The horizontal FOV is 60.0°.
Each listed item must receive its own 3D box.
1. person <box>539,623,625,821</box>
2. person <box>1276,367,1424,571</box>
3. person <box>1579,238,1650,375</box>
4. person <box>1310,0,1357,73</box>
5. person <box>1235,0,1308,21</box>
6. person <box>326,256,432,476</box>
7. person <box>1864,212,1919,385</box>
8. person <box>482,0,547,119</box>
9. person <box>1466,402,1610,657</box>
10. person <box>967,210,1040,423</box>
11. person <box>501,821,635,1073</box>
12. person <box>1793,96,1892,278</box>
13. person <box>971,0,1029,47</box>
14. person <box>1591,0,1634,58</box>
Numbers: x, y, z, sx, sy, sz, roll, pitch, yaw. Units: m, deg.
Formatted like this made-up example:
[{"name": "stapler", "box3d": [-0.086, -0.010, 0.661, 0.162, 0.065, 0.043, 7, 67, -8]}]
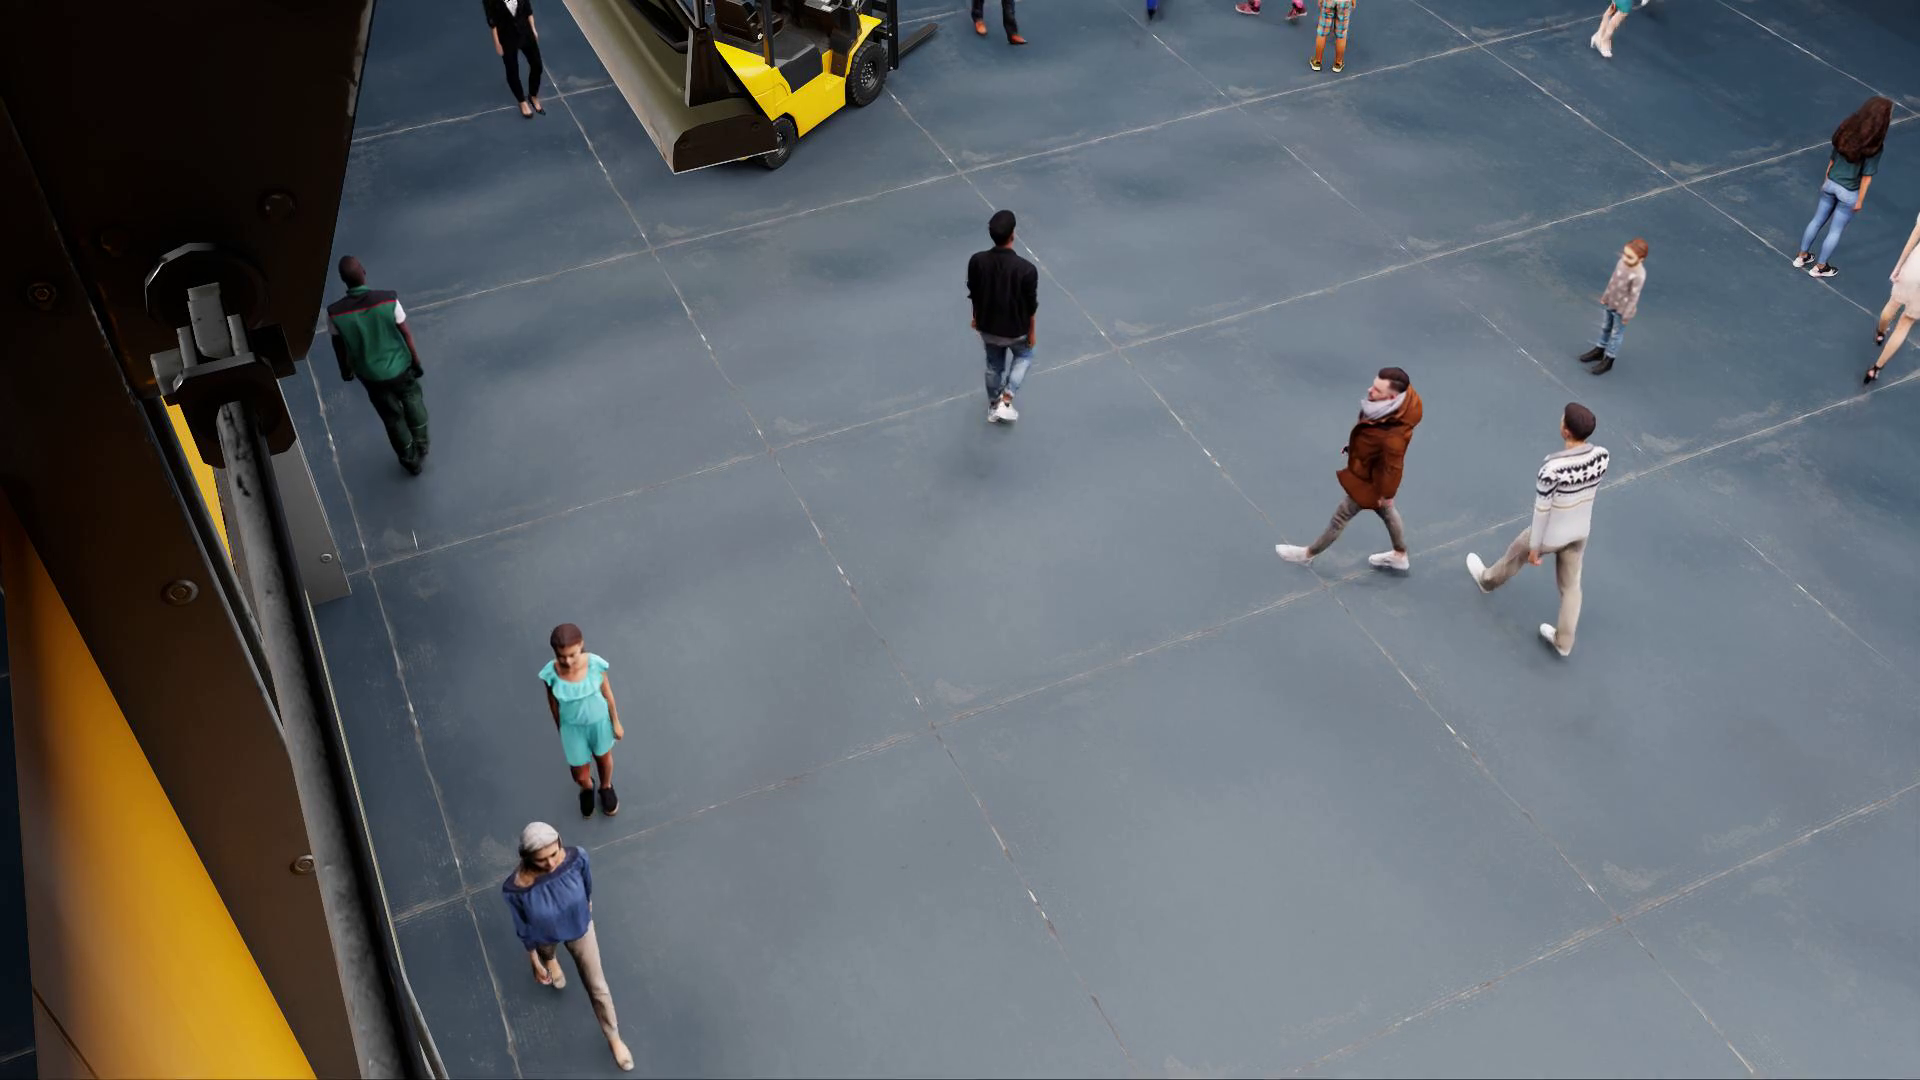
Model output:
[{"name": "person", "box3d": [-2.191, 1.006, 9.740, 0.581, 1.550, 0.603, -12, 45, -12]}, {"name": "person", "box3d": [2.848, -0.417, 11.071, 1.200, 1.776, 1.211, 9, 44, 9]}, {"name": "person", "box3d": [5.166, -1.851, 12.998, 0.564, 1.193, 0.441, -12, 45, -12]}, {"name": "person", "box3d": [3.742, -5.355, 16.481, 0.602, 1.461, 0.637, 7, 44, 7]}, {"name": "person", "box3d": [3.369, -6.055, 17.247, 1.078, 1.419, 0.933, 23, 48, 23]}, {"name": "person", "box3d": [-4.090, -1.182, 11.836, 0.738, 1.827, 0.751, -14, 45, -15]}, {"name": "person", "box3d": [7.294, -1.944, 12.654, 1.015, 1.803, 0.950, 27, 50, 25]}, {"name": "person", "box3d": [-4.251, -4.788, 15.751, 0.658, 1.648, 0.642, -25, 49, -24]}, {"name": "person", "box3d": [3.874, -0.004, 10.616, 0.806, 1.805, 1.225, -11, 45, -12]}, {"name": "person", "box3d": [0.295, -1.563, 12.257, 0.837, 1.799, 0.901, 16, 46, 16]}, {"name": "person", "box3d": [-2.129, 1.979, 8.646, 0.659, 1.651, 1.164, -21, 48, -21]}, {"name": "person", "box3d": [7.354, -2.940, 13.835, 0.648, 1.616, 0.521, -19, 47, -18]}, {"name": "person", "box3d": [0.285, -5.952, 16.892, 0.691, 1.759, 1.094, -19, 47, -18]}, {"name": "person", "box3d": [6.621, -5.690, 16.679, 0.606, 1.674, 0.650, -28, 50, -26]}]
